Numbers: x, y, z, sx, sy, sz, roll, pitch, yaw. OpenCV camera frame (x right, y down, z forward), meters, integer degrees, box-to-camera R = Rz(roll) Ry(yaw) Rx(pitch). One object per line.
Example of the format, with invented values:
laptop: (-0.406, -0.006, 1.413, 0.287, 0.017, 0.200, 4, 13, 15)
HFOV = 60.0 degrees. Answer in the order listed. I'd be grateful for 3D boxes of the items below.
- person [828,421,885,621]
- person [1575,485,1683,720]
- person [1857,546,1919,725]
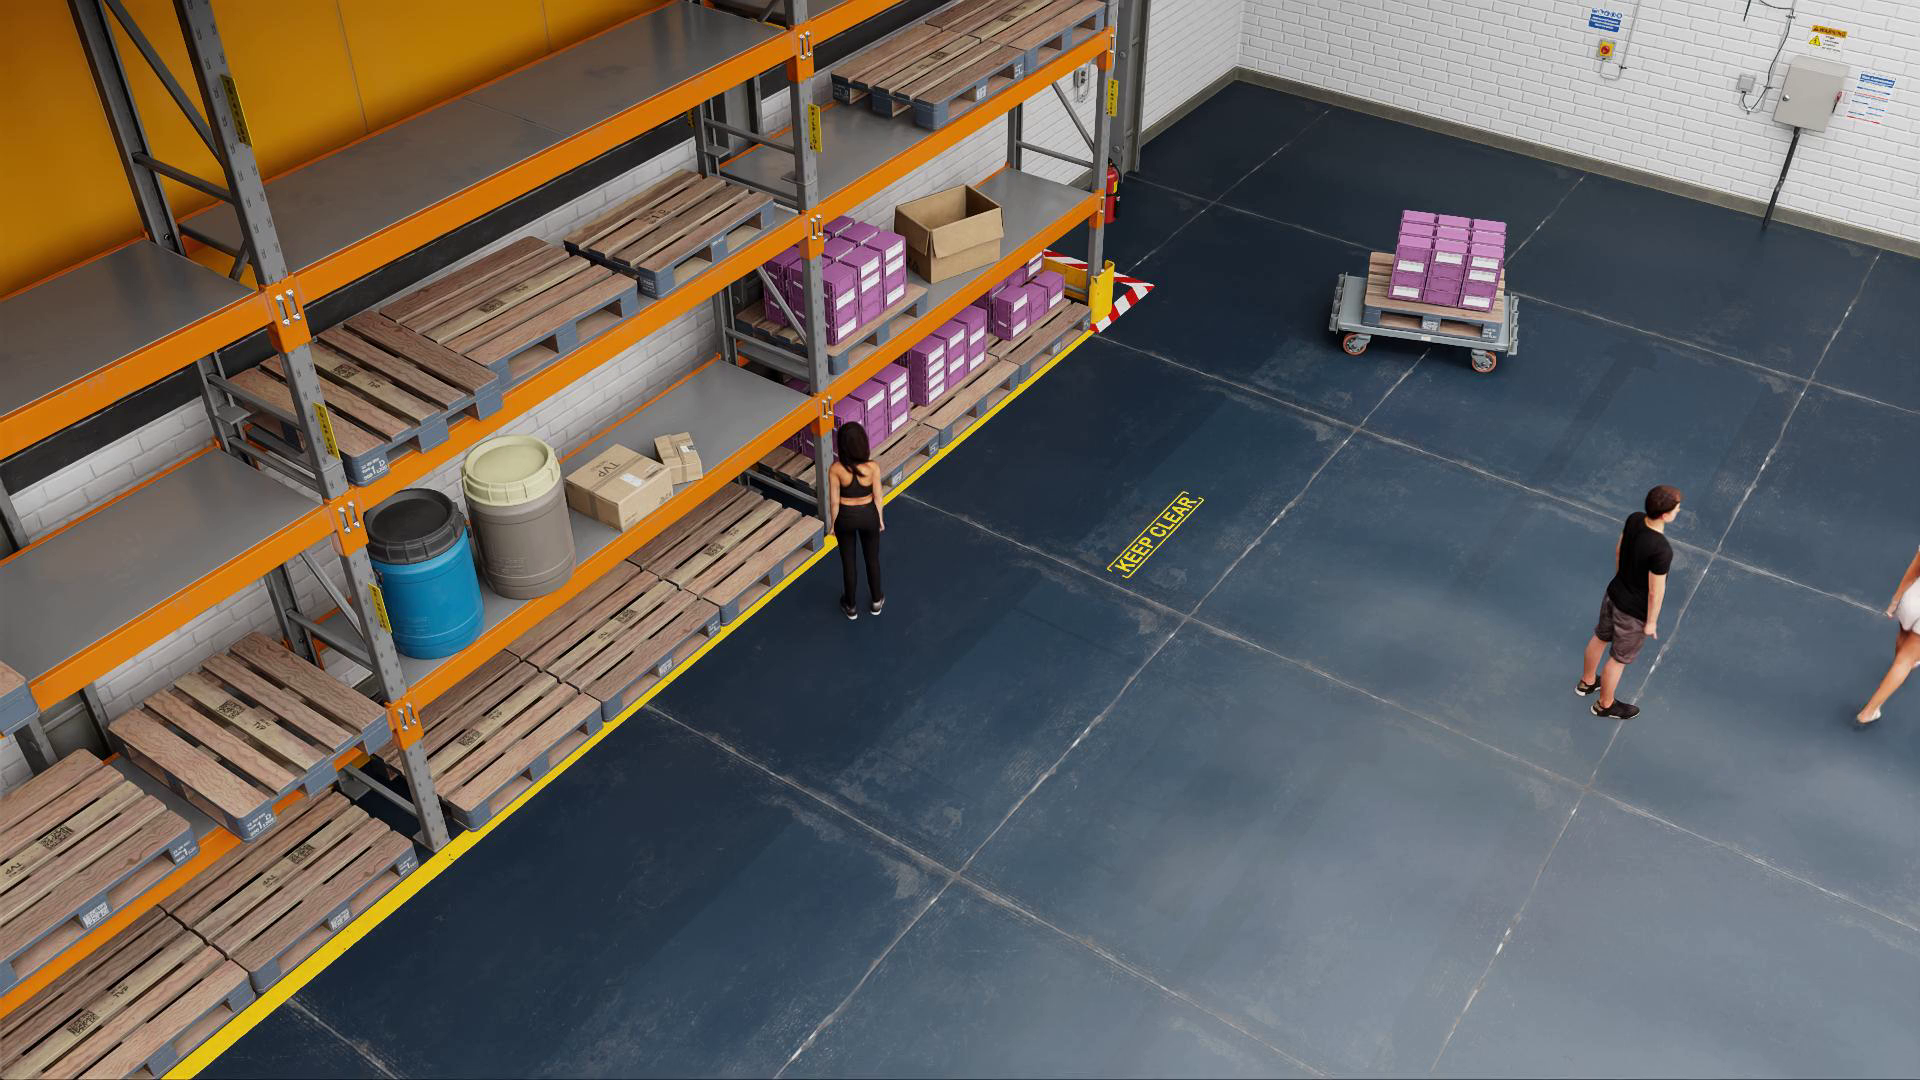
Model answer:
person: (-0.741, -0.133, 11.941, 0.627, 1.641, 0.683, -6, 39, -7)
person: (4.473, 0.392, 11.106, 0.818, 1.862, 0.757, -6, 39, -8)
person: (6.397, 0.534, 11.101, 1.211, 1.646, 0.799, -28, 46, -30)
